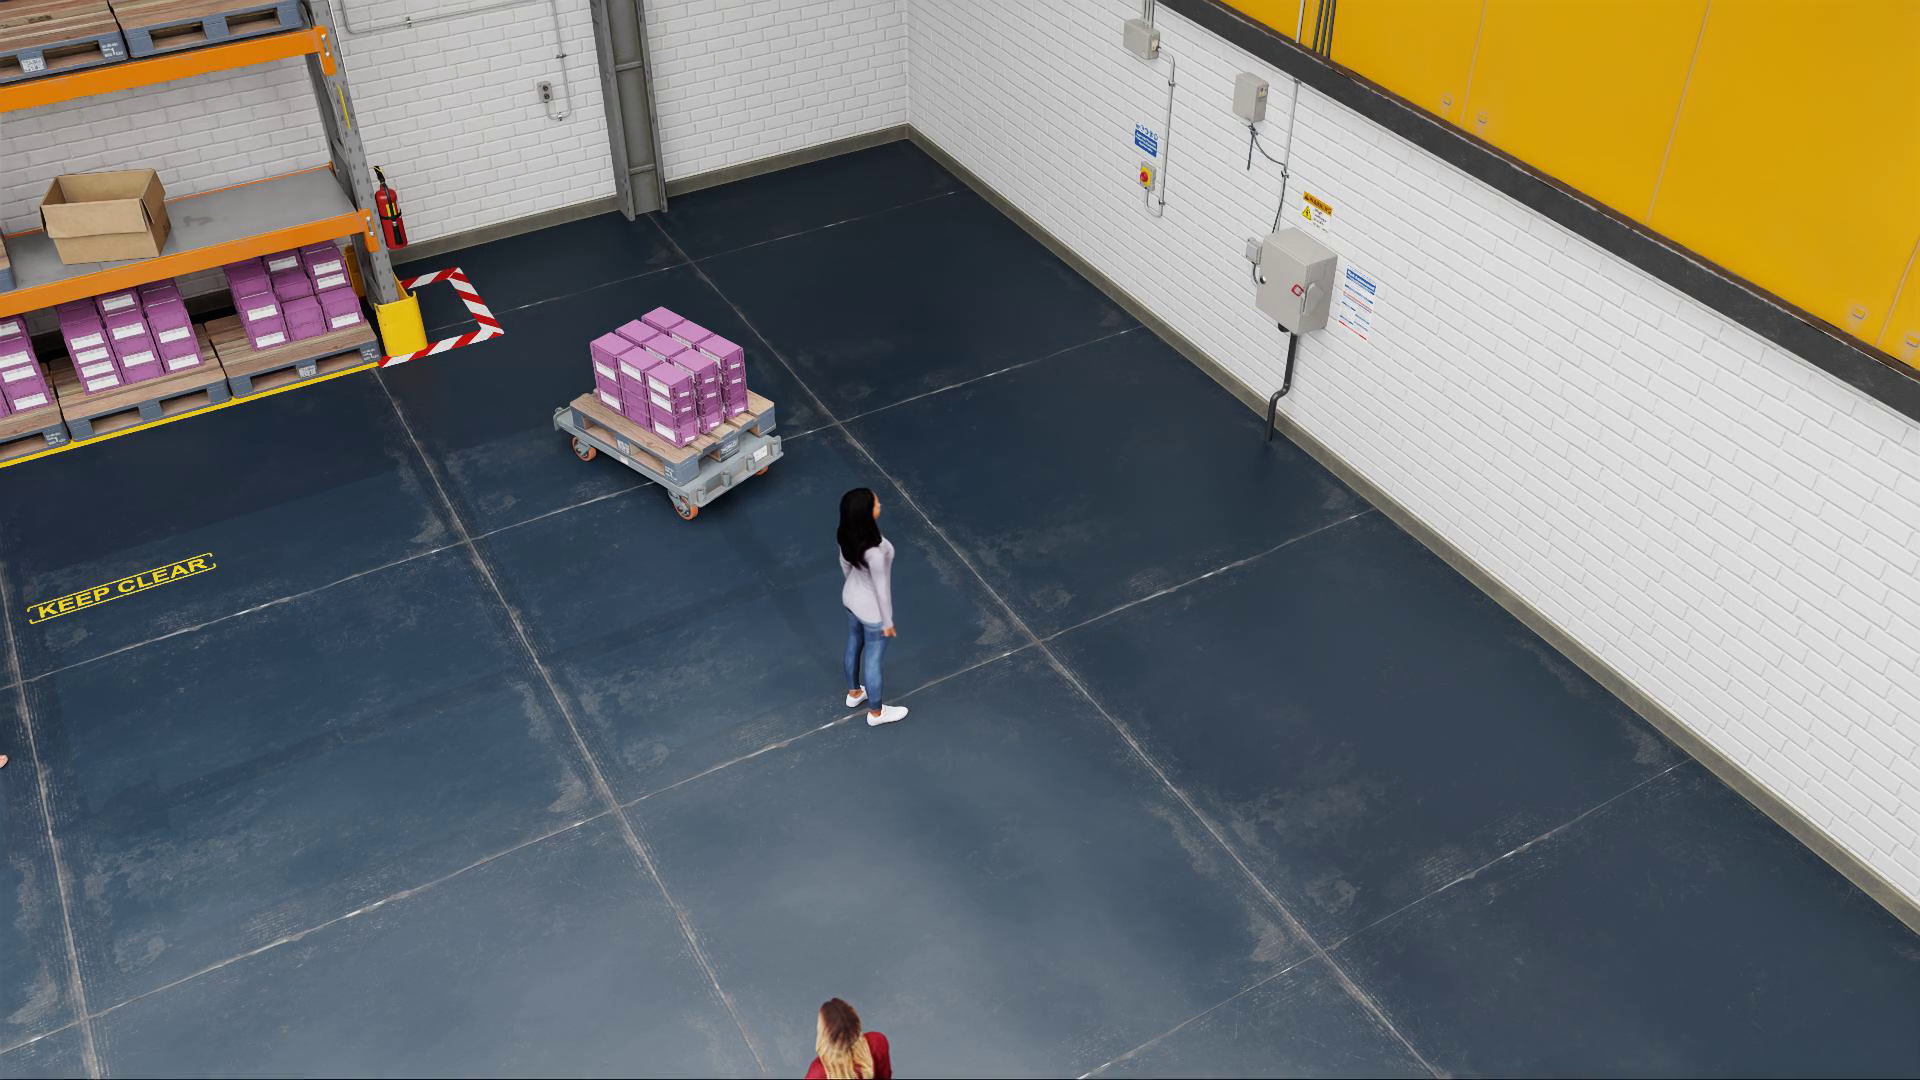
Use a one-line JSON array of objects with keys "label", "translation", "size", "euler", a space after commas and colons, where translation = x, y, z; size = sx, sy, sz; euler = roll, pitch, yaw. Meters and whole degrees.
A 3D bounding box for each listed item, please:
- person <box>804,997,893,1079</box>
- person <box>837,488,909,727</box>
[{"label": "person", "translation": [-0.505, 2.606, 7.509], "size": [0.519, 1.634, 0.700], "euler": [-27, 46, -30]}, {"label": "person", "translation": [-0.586, 0.404, 10.185], "size": [0.531, 1.735, 0.610], "euler": [-22, 44, -25]}]
